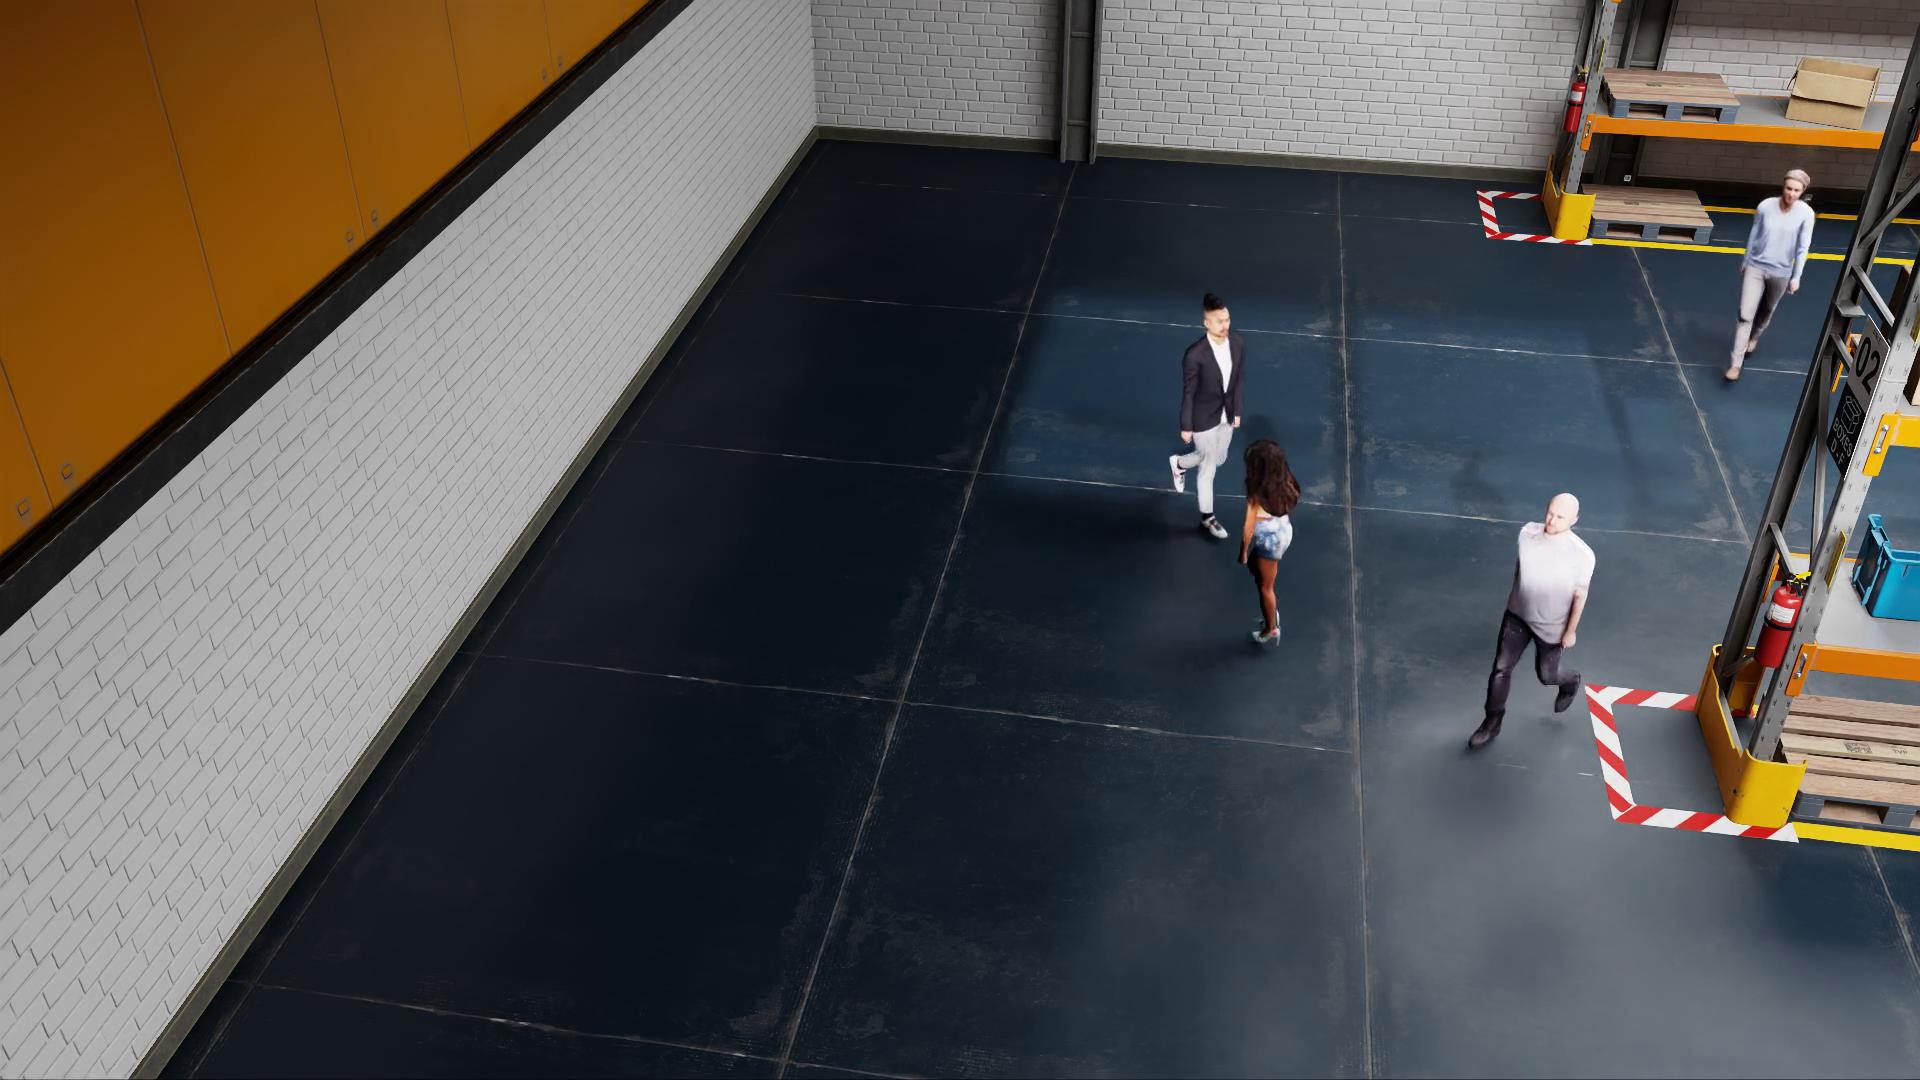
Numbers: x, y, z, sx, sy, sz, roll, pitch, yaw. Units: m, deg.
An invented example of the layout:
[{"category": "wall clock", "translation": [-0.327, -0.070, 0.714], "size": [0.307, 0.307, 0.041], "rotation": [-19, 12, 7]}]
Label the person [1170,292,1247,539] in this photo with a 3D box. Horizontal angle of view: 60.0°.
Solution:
[{"category": "person", "translation": [1.835, -0.993, 12.500], "size": [1.126, 1.929, 1.158], "rotation": [-18, 38, -25]}]

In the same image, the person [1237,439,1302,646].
[{"category": "person", "translation": [2.145, 0.056, 11.224], "size": [0.728, 1.594, 0.692], "rotation": [24, 41, 32]}]

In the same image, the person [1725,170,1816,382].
[{"category": "person", "translation": [7.145, -2.385, 14.673], "size": [1.286, 1.841, 1.013], "rotation": [17, 37, 24]}]

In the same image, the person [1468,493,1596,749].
[{"category": "person", "translation": [3.685, 0.471, 10.410], "size": [1.170, 1.805, 1.158], "rotation": [-25, 41, -32]}]
